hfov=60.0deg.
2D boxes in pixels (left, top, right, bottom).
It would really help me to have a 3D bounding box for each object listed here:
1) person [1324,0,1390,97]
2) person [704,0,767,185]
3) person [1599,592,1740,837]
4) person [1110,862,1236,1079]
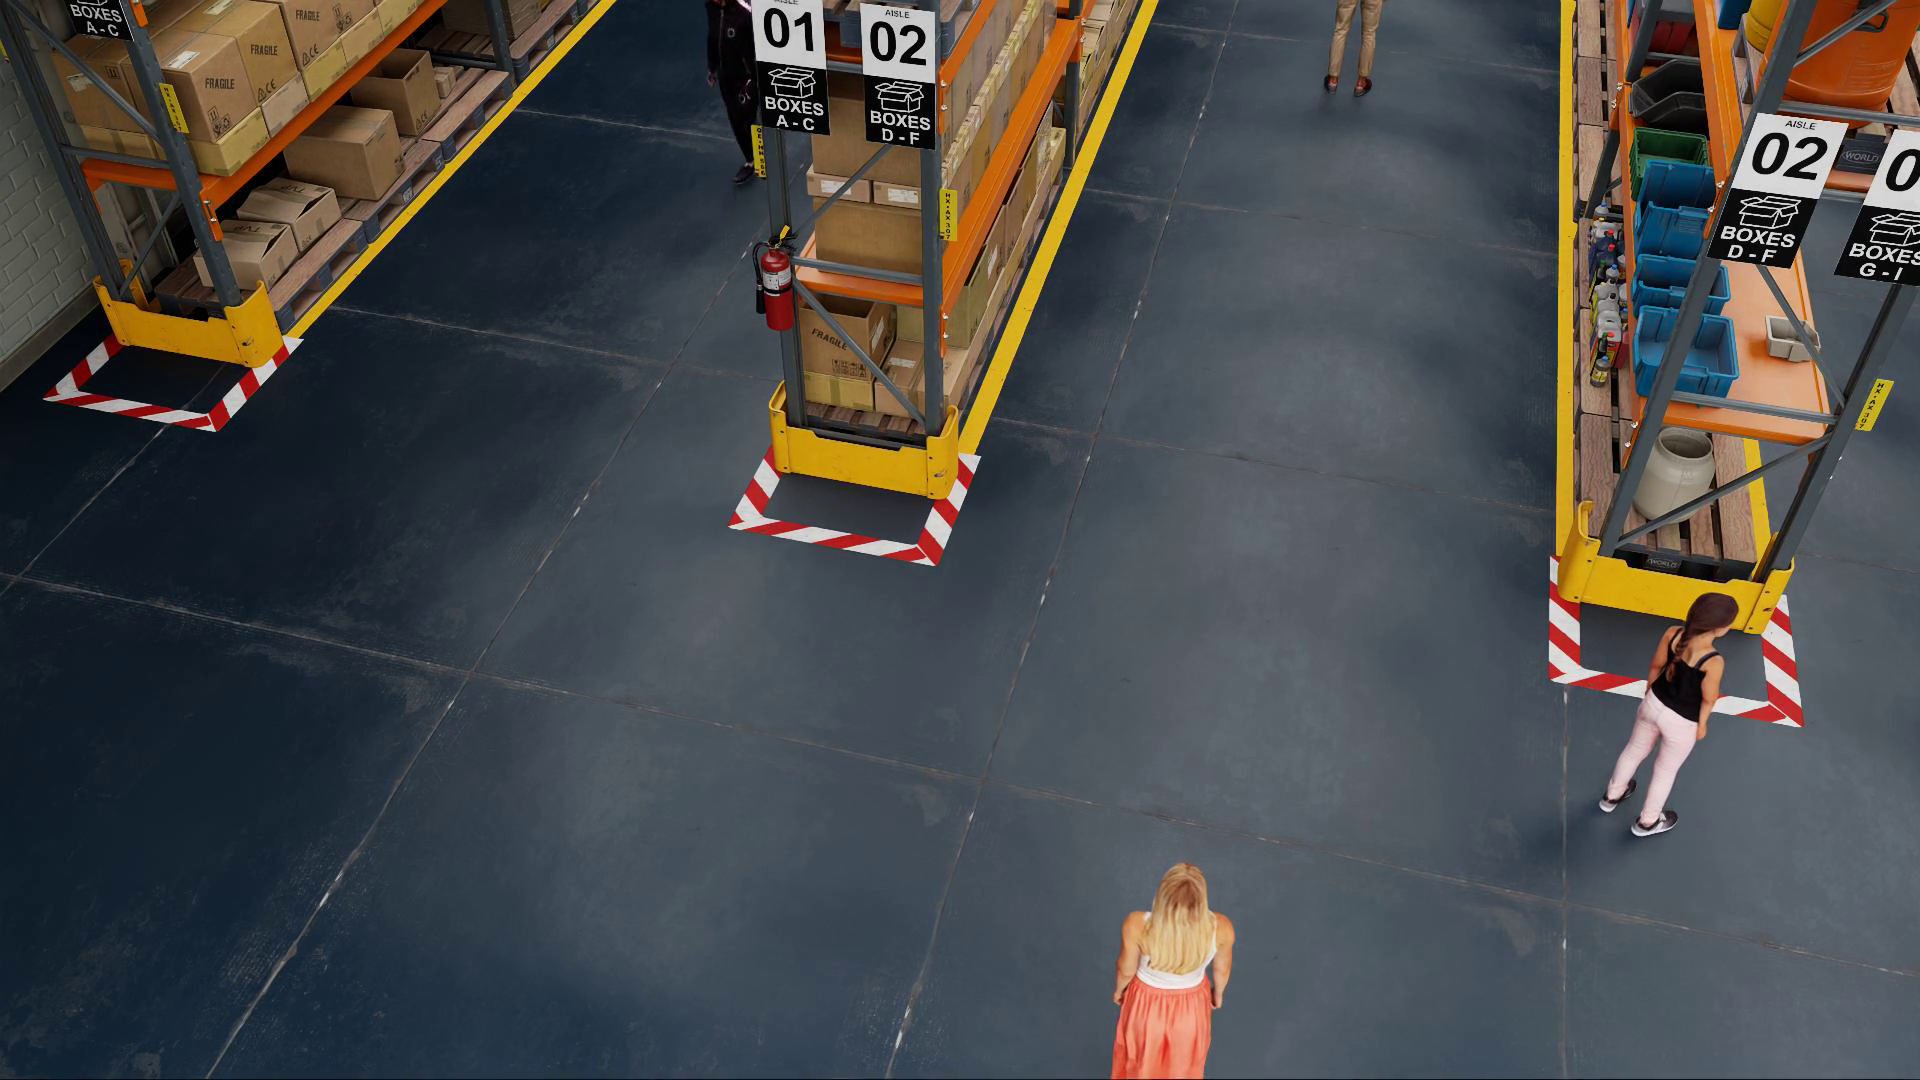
[{"bbox_3d":[3.341,-4.590,13.796,0.629,1.859,0.510,11,44,12],"label":"person"},{"bbox_3d":[-1.614,-3.590,12.763,0.810,1.807,0.856,30,51,28],"label":"person"},{"bbox_3d":[3.501,0.854,8.182,0.681,1.564,0.623,-22,47,-22],"label":"person"},{"bbox_3d":[0.853,1.922,6.862,0.666,1.803,0.635,3,43,3],"label":"person"}]
